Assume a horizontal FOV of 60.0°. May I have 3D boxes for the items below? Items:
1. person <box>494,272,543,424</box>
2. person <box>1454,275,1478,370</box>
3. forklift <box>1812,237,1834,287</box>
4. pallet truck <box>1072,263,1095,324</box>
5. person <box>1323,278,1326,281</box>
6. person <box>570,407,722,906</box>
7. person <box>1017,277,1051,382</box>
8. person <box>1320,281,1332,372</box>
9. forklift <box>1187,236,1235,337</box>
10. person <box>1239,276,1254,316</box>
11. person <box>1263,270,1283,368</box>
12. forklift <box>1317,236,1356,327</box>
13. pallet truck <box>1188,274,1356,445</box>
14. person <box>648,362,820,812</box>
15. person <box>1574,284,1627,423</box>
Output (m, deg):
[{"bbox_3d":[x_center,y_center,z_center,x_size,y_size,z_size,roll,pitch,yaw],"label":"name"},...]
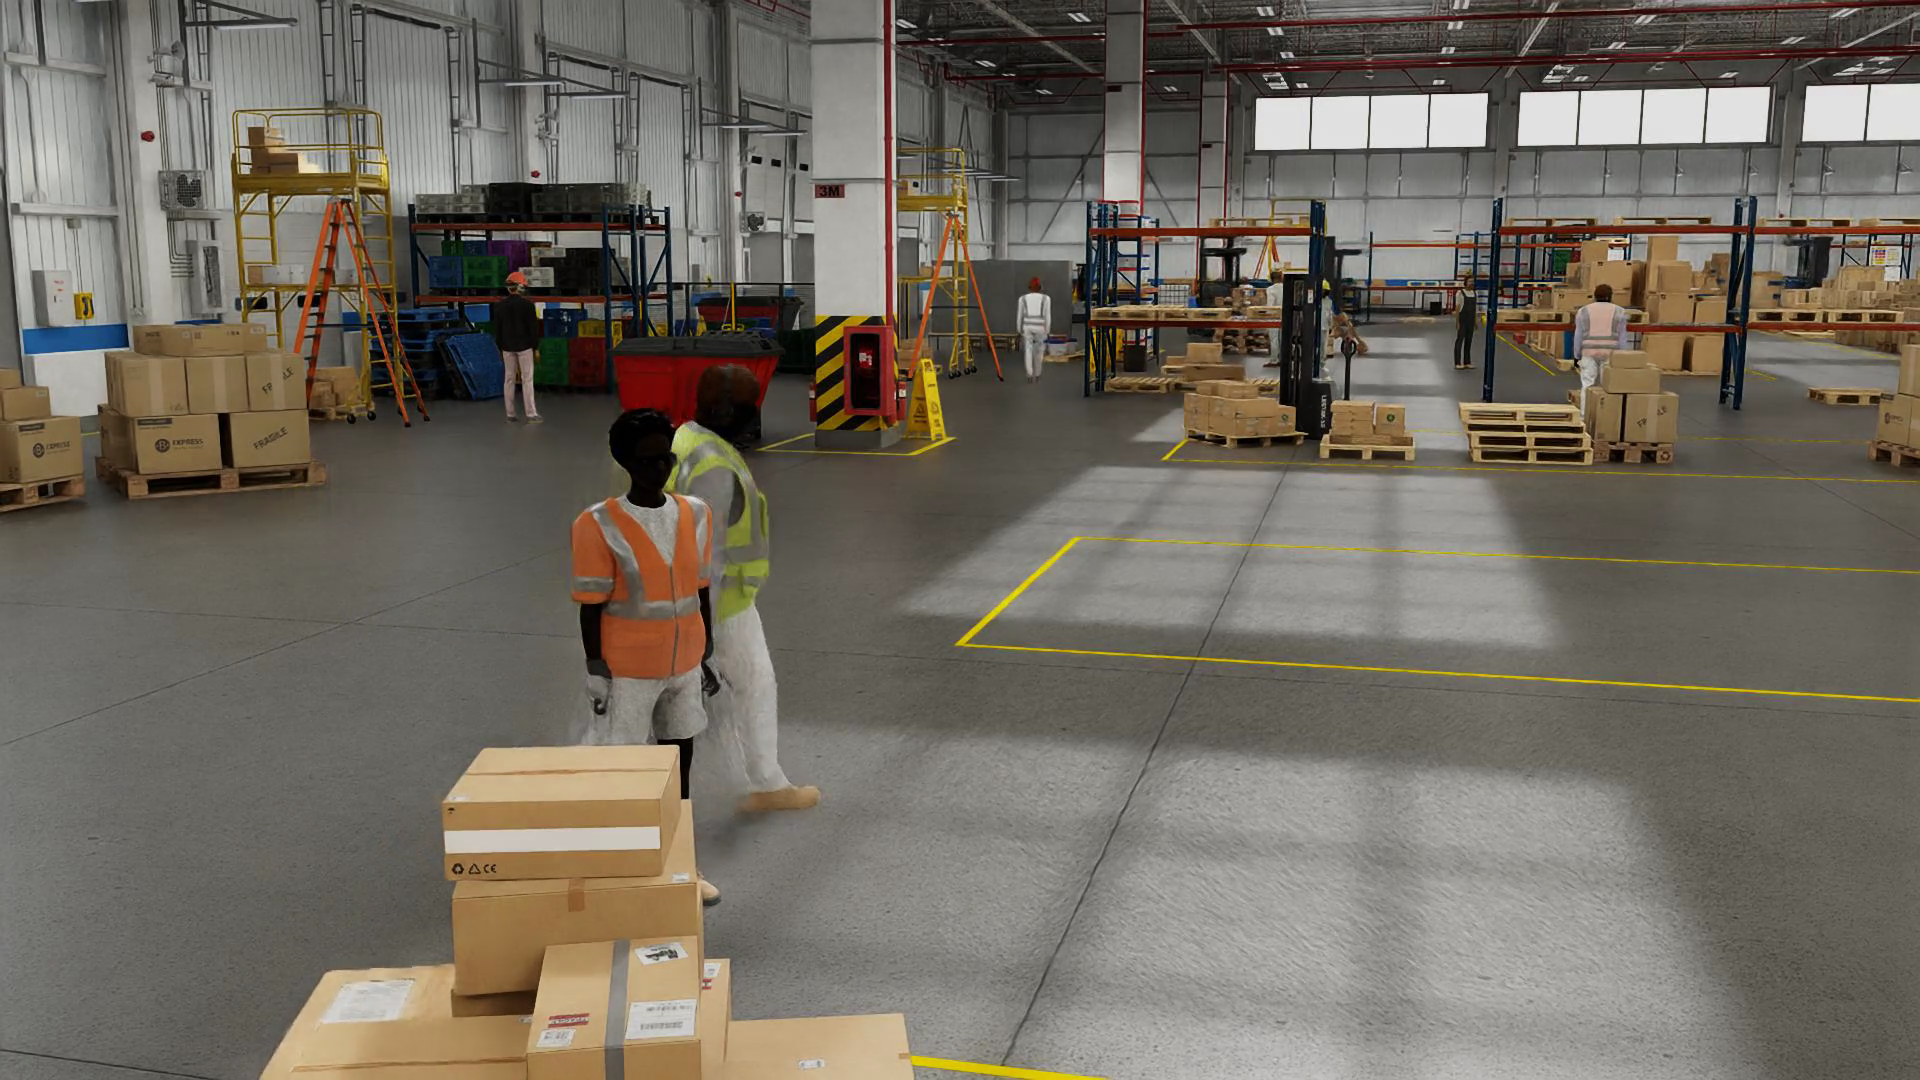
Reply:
[{"bbox_3d":[-5.791,-2.512,21.826,0.610,1.986,0.392,2,10,12],"label":"person"},{"bbox_3d":[9.875,-4.241,32.420,0.508,1.846,0.345,-4,11,-23],"label":"person"},{"bbox_3d":[27.184,-8.181,52.571,1.873,2.768,1.129,2,10,14],"label":"forklift"},{"bbox_3d":[4.325,-8.180,55.162,0.823,1.965,1.885,6,11,31],"label":"pallet truck"},{"bbox_3d":[10.281,-7.002,48.475,0.643,1.908,0.832,-1,10,-4],"label":"person"},{"bbox_3d":[-1.016,0.411,5.464,0.536,1.697,0.318,-9,13,-44],"label":"person"},{"bbox_3d":[1.292,-3.688,29.198,0.585,1.843,0.959,1,10,7],"label":"person"},{"bbox_3d":[6.876,-4.053,31.644,0.488,1.736,0.324,-3,10,-19],"label":"person"},{"bbox_3d":[6.998,-6.986,45.536,1.129,2.768,1.873,-1,10,-8],"label":"forklift"},{"bbox_3d":[8.491,-7.043,49.553,0.547,1.612,0.650,3,10,17],"label":"person"},{"bbox_3d":[6.254,-4.368,32.912,0.627,1.934,0.372,-8,13,-40],"label":"person"},{"bbox_3d":[11.194,-7.982,51.404,1.873,2.768,1.129,-2,10,-14],"label":"forklift"},{"bbox_3d":[3.653,-2.138,19.590,1.885,1.965,0.823,-4,10,-20],"label":"pallet truck"},{"bbox_3d":[-1.020,0.218,6.322,0.922,1.801,0.627,-4,11,-24],"label":"person"},{"bbox_3d":[8.211,-2.359,21.356,0.634,1.839,0.429,4,10,21],"label":"person"}]
